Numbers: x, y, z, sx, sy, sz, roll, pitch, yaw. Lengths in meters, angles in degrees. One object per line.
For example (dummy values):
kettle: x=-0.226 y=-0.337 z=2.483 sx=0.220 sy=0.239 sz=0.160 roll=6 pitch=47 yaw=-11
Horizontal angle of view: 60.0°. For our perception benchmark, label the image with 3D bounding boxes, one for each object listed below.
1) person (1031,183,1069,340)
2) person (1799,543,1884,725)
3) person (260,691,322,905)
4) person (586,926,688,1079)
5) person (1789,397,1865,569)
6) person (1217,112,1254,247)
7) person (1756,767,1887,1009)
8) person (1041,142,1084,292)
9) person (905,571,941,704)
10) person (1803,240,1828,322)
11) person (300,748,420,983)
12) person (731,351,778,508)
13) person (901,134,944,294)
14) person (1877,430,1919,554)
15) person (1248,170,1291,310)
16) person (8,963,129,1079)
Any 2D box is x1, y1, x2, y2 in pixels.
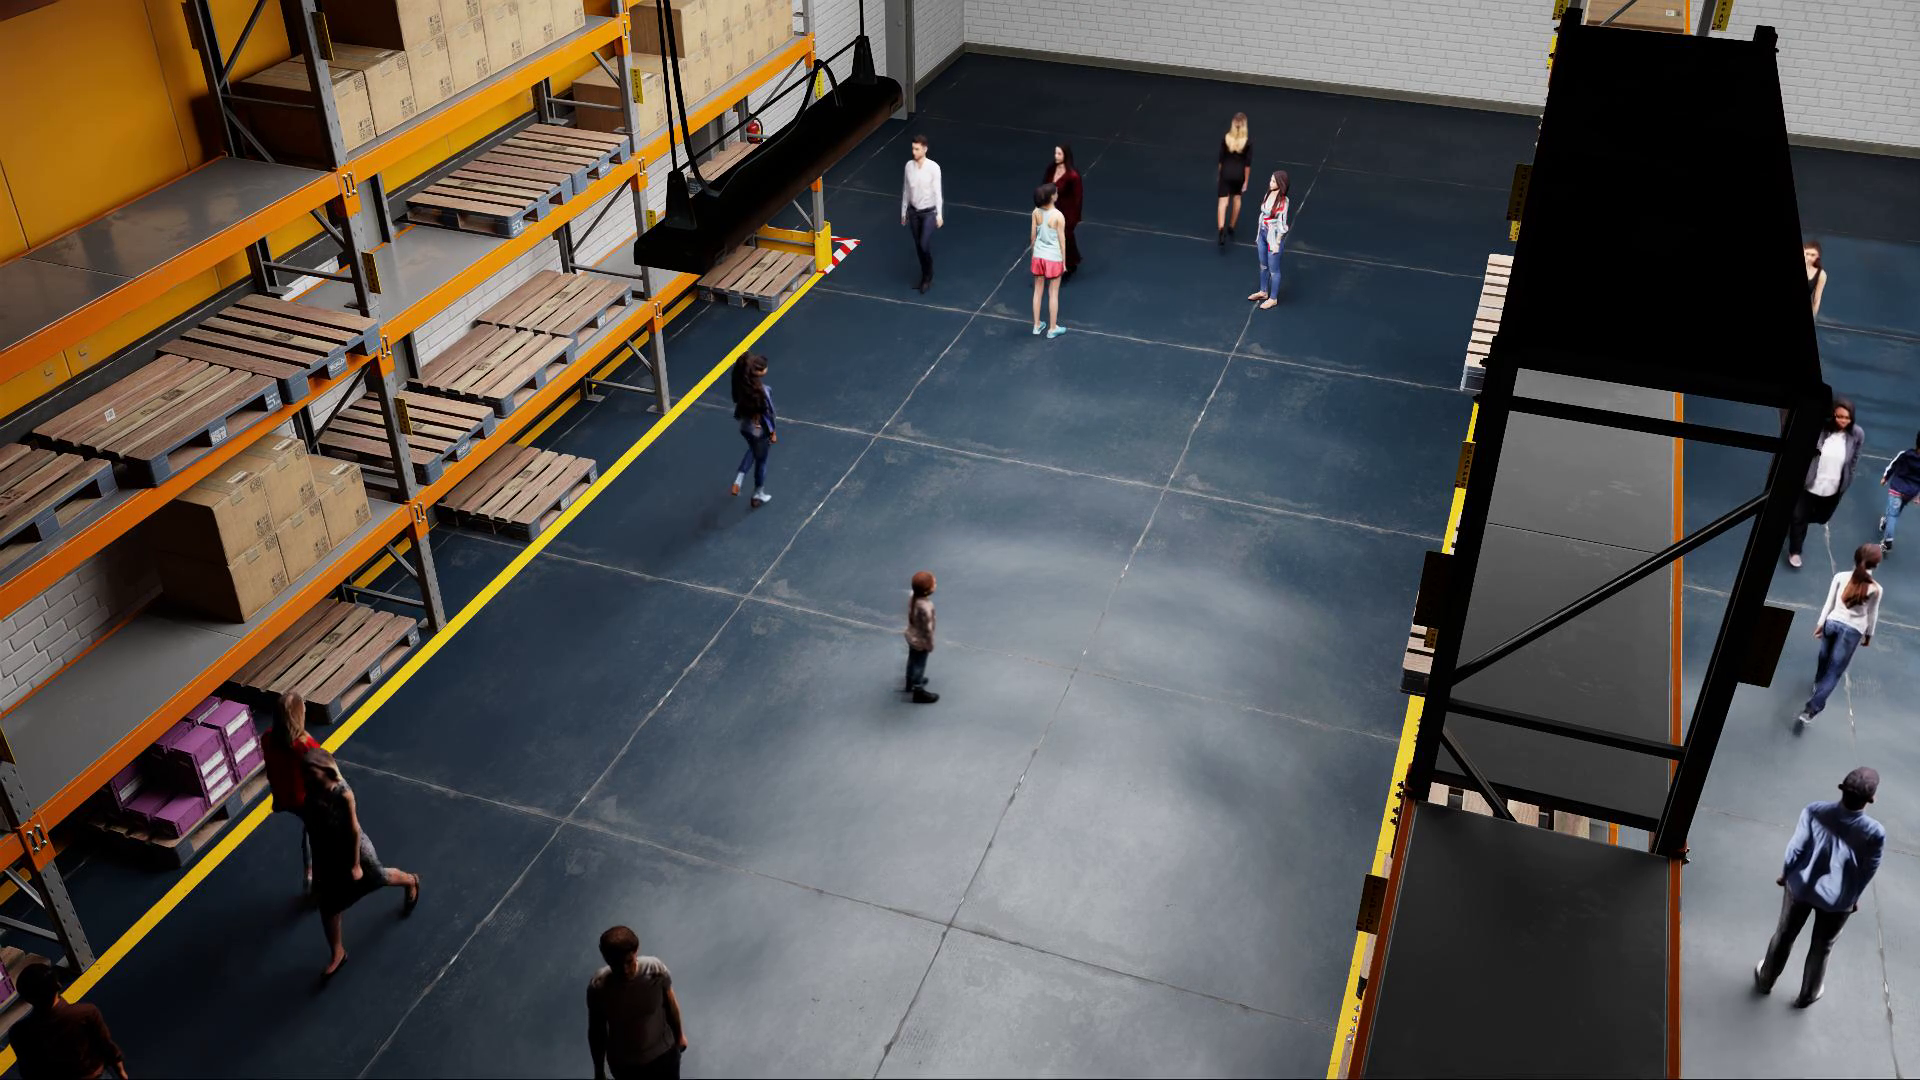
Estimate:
person: x=0.972 y=-3.089 z=18.334 sx=0.635 sy=1.763 sz=0.614 roll=20 pitch=38 yaw=27
person: x=6.757 y=0.739 z=12.793 sx=0.802 sy=1.522 sz=1.146 roll=26 pitch=41 yaw=33
person: x=-4.417 y=1.788 z=11.066 sx=0.637 sy=1.688 sz=0.579 roll=11 pitch=35 yaw=16
person: x=-1.814 y=2.799 z=9.375 sx=0.931 sy=1.876 sz=1.012 roll=-8 pitch=34 yaw=-12
person: x=7.588 y=-0.552 z=14.684 sx=0.726 sy=1.579 sz=0.931 roll=8 pitch=34 yaw=12
person: x=3.321 y=-4.385 z=20.390 sx=0.632 sy=1.647 sz=1.038 roll=8 pitch=34 yaw=11
person: x=5.356 y=2.156 z=10.332 sx=0.711 sy=1.888 sz=0.673 roll=21 pitch=39 yaw=29
person: x=1.264 y=-3.830 z=19.483 sx=1.107 sy=1.727 sz=0.958 roll=-24 pitch=41 yaw=-32
person: x=-0.322 y=0.746 z=13.083 sx=0.615 sy=1.190 sz=0.547 roll=-13 pitch=36 yaw=-18
person: x=8.657 y=-2.363 z=17.323 sx=0.644 sy=1.674 sz=0.787 roll=14 pitch=36 yaw=21
person: x=-3.908 y=1.982 z=10.798 sx=0.570 sy=1.662 sz=1.145 roll=12 pitch=35 yaw=17
person: x=-1.931 y=-0.982 z=15.298 sx=0.753 sy=1.617 sz=0.801 roll=25 pitch=41 yaw=32
person: x=-0.377 y=-3.851 z=19.401 sx=0.696 sy=1.853 sz=0.716 roll=19 pitch=38 yaw=26
person: x=8.449 y=-0.439 z=14.866 sx=0.549 sy=1.189 sz=0.861 roll=9 pitch=35 yaw=13
person: x=3.568 y=-3.450 z=19.014 sx=0.719 sy=1.613 sz=0.661 roll=-15 pitch=36 yaw=-21
person: x=-4.849 y=3.006 z=9.152 sx=0.685 sy=1.778 sz=0.752 roll=-15 pitch=37 yaw=-22
